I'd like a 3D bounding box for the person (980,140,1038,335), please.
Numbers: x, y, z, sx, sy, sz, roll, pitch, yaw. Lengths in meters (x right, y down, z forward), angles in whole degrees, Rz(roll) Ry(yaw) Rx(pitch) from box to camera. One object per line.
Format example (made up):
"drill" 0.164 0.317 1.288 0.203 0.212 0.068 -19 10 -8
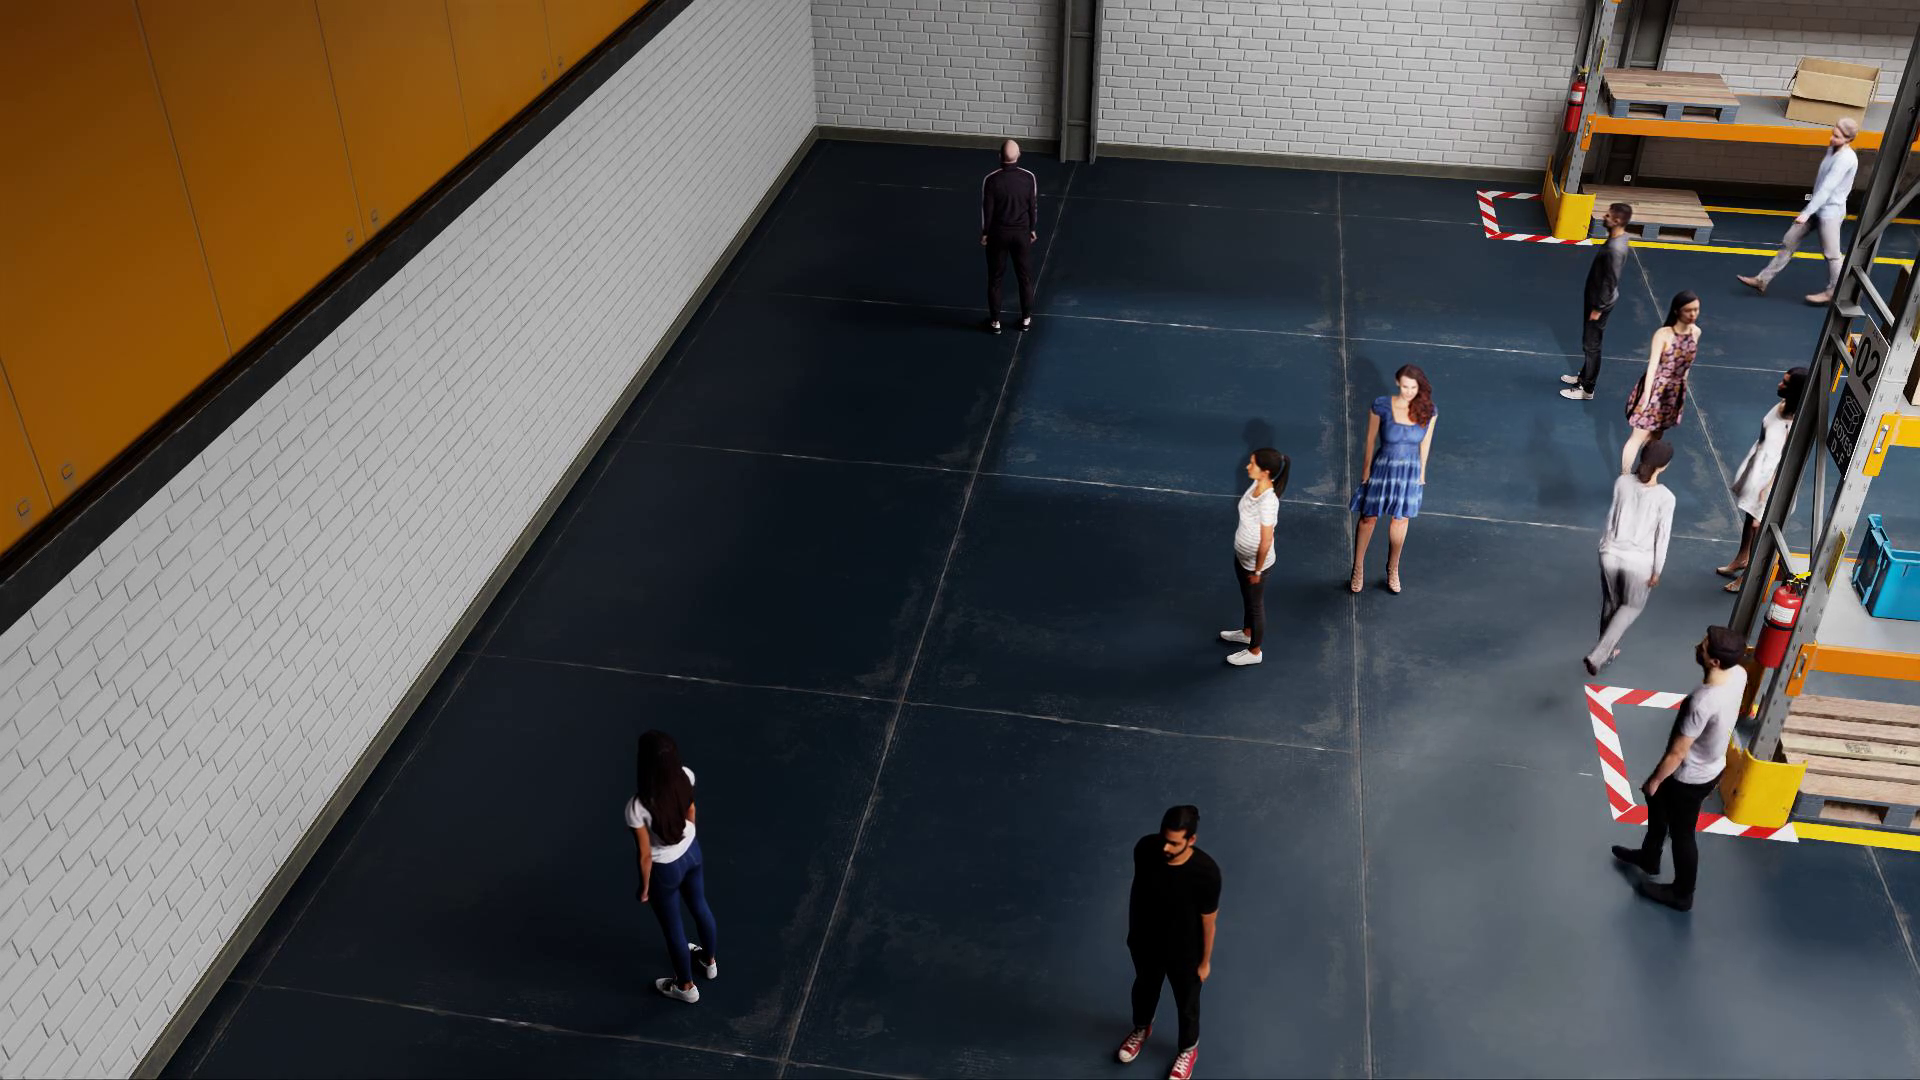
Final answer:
"person" 0.453 -2.776 15.265 0.644 1.837 0.805 -6 34 -8

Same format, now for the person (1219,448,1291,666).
"person" 1.976 0.095 11.118 0.577 1.647 0.605 0 34 0

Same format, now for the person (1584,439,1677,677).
"person" 4.341 0.165 10.912 0.924 1.758 0.904 -27 42 -34

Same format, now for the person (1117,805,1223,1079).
"person" 1.043 1.966 8.206 0.599 1.754 0.744 20 39 27

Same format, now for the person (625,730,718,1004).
"person" -1.478 1.689 8.605 0.656 1.775 0.662 22 39 29

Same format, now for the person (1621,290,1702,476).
"person" 5.394 -1.098 12.799 0.769 1.773 0.852 -11 35 -16

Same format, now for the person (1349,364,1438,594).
"person" 3.055 -0.422 11.752 0.555 1.806 0.760 0 34 1

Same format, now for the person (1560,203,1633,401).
"person" 5.483 -2.047 14.238 0.591 1.760 0.661 12 36 18

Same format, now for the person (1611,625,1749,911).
"person" 4.105 1.303 9.120 0.953 1.846 0.891 27 42 35

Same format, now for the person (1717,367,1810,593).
"person" 5.727 -0.429 11.791 0.608 1.775 0.628 6 34 8

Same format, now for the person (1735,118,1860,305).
"person" 8.254 -3.048 15.679 1.161 1.832 0.655 6 34 8
